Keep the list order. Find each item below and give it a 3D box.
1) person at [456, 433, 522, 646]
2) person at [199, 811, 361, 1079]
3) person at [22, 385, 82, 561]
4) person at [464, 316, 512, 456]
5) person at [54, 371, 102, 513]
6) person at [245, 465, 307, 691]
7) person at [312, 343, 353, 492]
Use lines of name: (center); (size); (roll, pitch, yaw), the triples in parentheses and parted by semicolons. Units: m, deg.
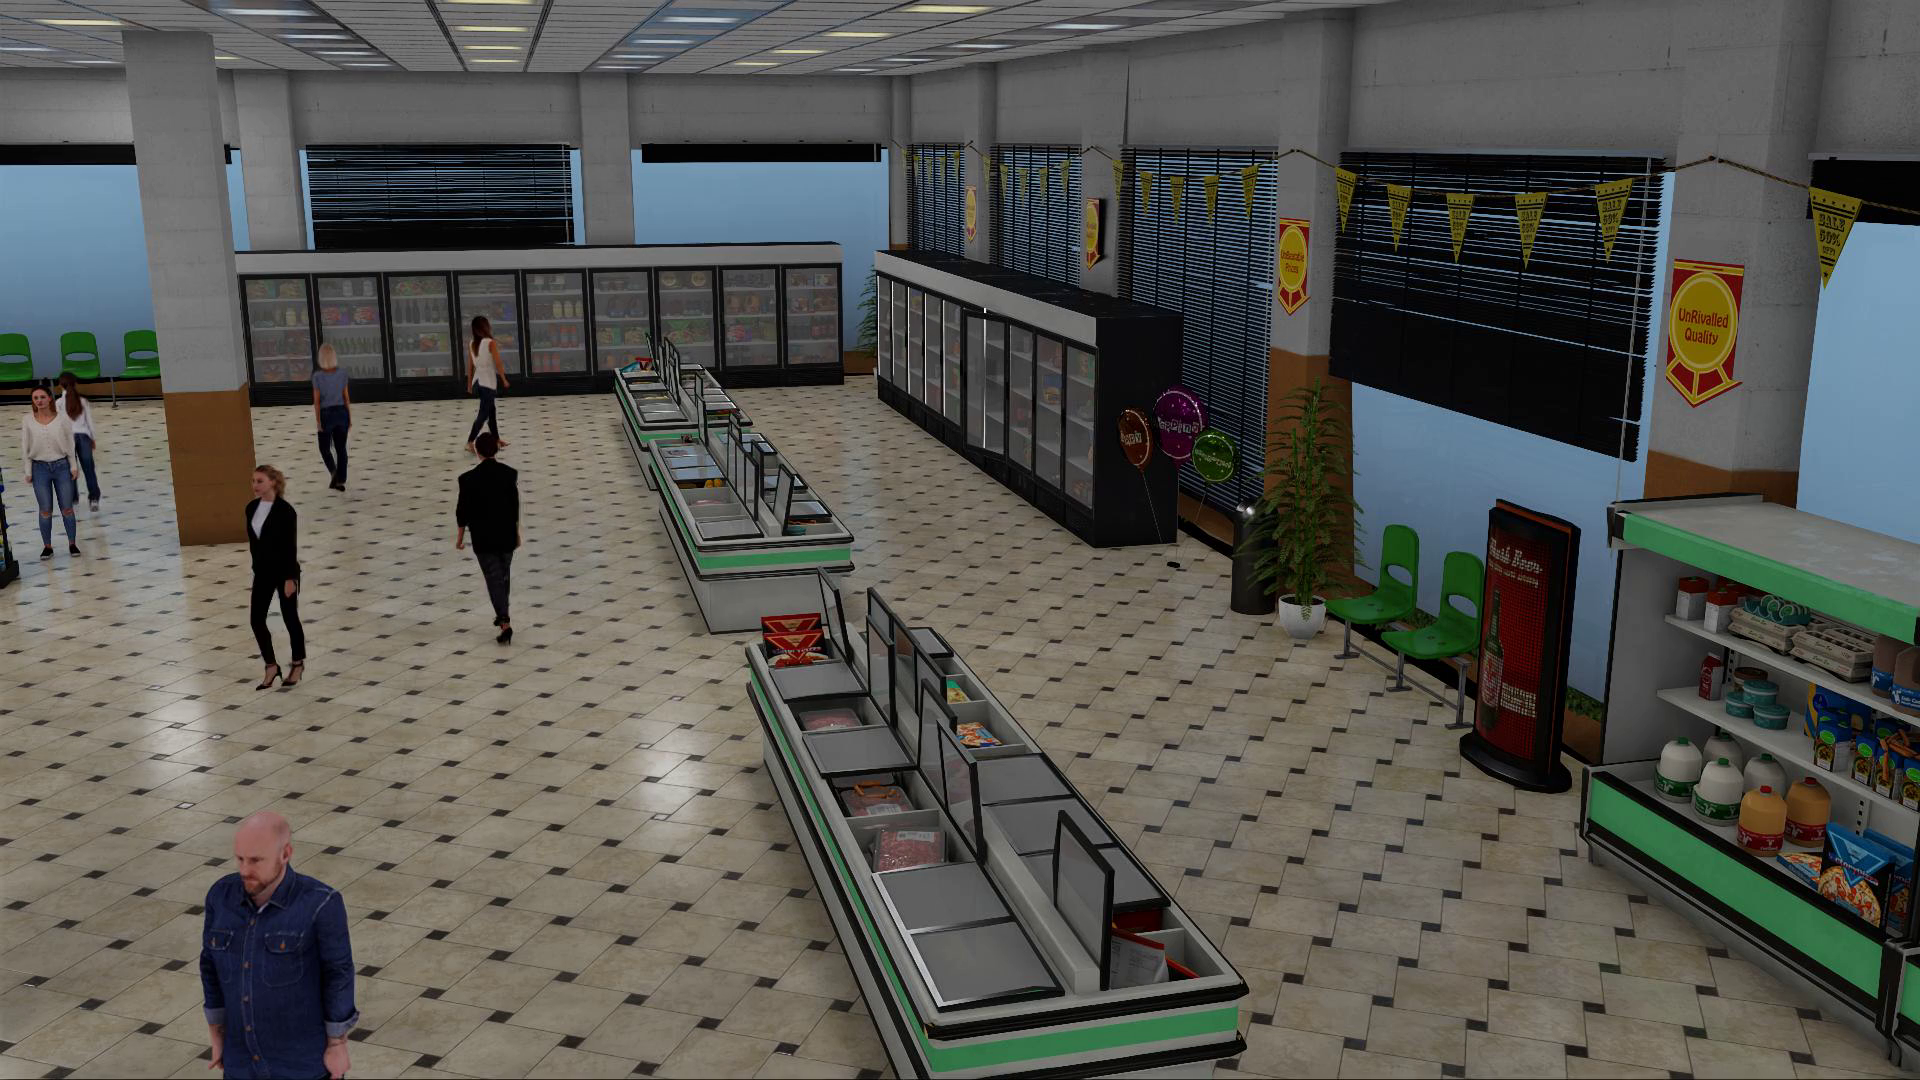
person: (-3.705, 0.013, 13.331); (0.813, 1.700, 0.915); (-11, 17, -38)
person: (-2.345, 1.787, 5.746); (0.795, 1.828, 0.747); (2, 14, 8)
person: (-8.822, -0.666, 16.146); (0.660, 1.692, 0.600); (-6, 15, -24)
person: (-6.151, -1.951, 21.307); (1.048, 1.757, 1.100); (8, 16, 29)
person: (-9.540, -1.023, 17.985); (0.810, 1.519, 1.144); (-9, 16, -34)
person: (-4.994, 0.265, 12.310); (0.782, 1.691, 0.822); (4, 14, 17)
person: (-7.163, -1.386, 19.070); (0.692, 1.712, 0.757); (-9, 17, -34)
